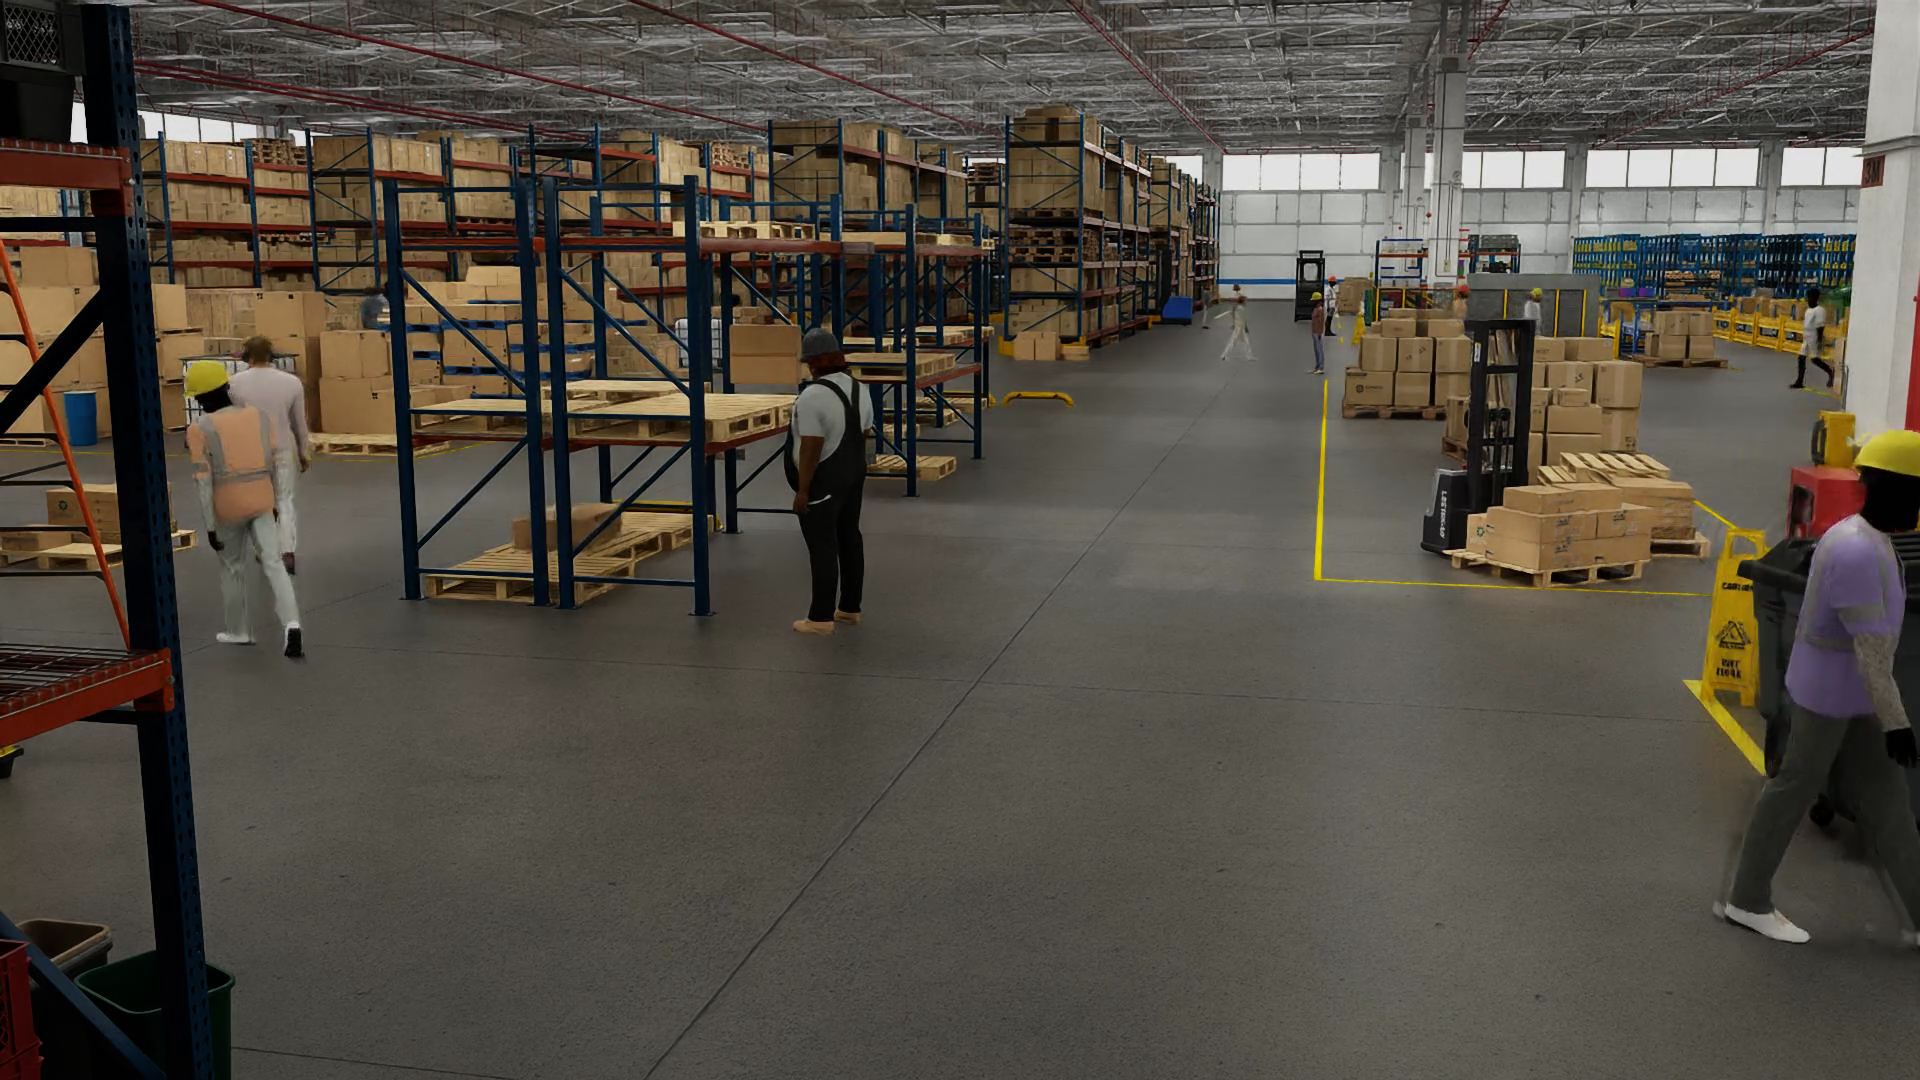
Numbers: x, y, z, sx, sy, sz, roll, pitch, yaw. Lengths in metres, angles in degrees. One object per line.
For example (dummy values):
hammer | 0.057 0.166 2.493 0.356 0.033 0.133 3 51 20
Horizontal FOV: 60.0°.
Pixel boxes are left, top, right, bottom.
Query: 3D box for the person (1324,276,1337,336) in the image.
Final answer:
person | 11.989 -7.546 53.690 0.373 1.934 0.552 6 11 31

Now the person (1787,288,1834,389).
person | 16.321 -3.821 31.664 0.840 1.936 0.619 0 10 0

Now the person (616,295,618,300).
person | -8.512 -5.255 41.028 0.526 1.629 0.313 1 10 4

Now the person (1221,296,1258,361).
person | 6.794 -5.145 40.478 0.876 1.594 0.525 3 10 15

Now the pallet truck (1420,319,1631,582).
pallet truck | 4.543 -0.757 13.299 0.823 1.965 1.885 -4 10 -22

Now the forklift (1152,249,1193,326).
forklift | 7.646 -9.320 61.395 1.873 2.768 1.129 2 10 11

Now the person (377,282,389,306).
person | -14.455 -5.583 42.144 0.587 1.911 0.398 -5 11 -26

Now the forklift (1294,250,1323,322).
forklift | 13.778 -10.002 65.433 1.129 2.768 1.873 2 10 12

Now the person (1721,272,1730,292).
person | 38.380 -12.491 83.261 0.589 1.830 0.619 2 10 12

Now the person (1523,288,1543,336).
person | 13.406 -4.958 38.749 0.685 1.800 0.630 9 13 43

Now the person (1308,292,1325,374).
person | 7.726 -4.475 36.008 0.330 1.764 0.528 -1 10 -4

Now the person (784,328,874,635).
person | -0.915 -0.398 11.047 0.535 2.000 0.674 6 11 32

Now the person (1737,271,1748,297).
person | 37.459 -11.972 79.850 0.916 1.960 0.605 -1 10 -6

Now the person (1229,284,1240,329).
person | 9.724 -8.224 58.667 0.578 1.609 0.522 4 10 21

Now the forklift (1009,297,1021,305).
forklift | 2.310 -8.473 56.381 1.129 2.768 1.873 2 10 12

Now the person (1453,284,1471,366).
person | 11.517 -4.997 38.678 0.798 1.910 0.560 5 11 27

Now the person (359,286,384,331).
person | -13.208 -4.779 37.452 1.026 1.894 0.649 7 12 36

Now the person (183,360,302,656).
person | -4.466 -0.198 10.384 0.945 1.863 0.620 9 13 42

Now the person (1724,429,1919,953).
person | 3.229 0.560 5.840 0.971 1.873 0.616 8 12 40

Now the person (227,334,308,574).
person | -5.484 -0.680 13.176 0.638 1.901 1.018 -6 11 -30

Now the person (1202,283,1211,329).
person | 8.783 -8.328 59.199 0.277 1.636 0.507 0 10 2

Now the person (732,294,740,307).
person | -5.376 -4.951 39.137 0.828 1.663 0.538 0 10 1
